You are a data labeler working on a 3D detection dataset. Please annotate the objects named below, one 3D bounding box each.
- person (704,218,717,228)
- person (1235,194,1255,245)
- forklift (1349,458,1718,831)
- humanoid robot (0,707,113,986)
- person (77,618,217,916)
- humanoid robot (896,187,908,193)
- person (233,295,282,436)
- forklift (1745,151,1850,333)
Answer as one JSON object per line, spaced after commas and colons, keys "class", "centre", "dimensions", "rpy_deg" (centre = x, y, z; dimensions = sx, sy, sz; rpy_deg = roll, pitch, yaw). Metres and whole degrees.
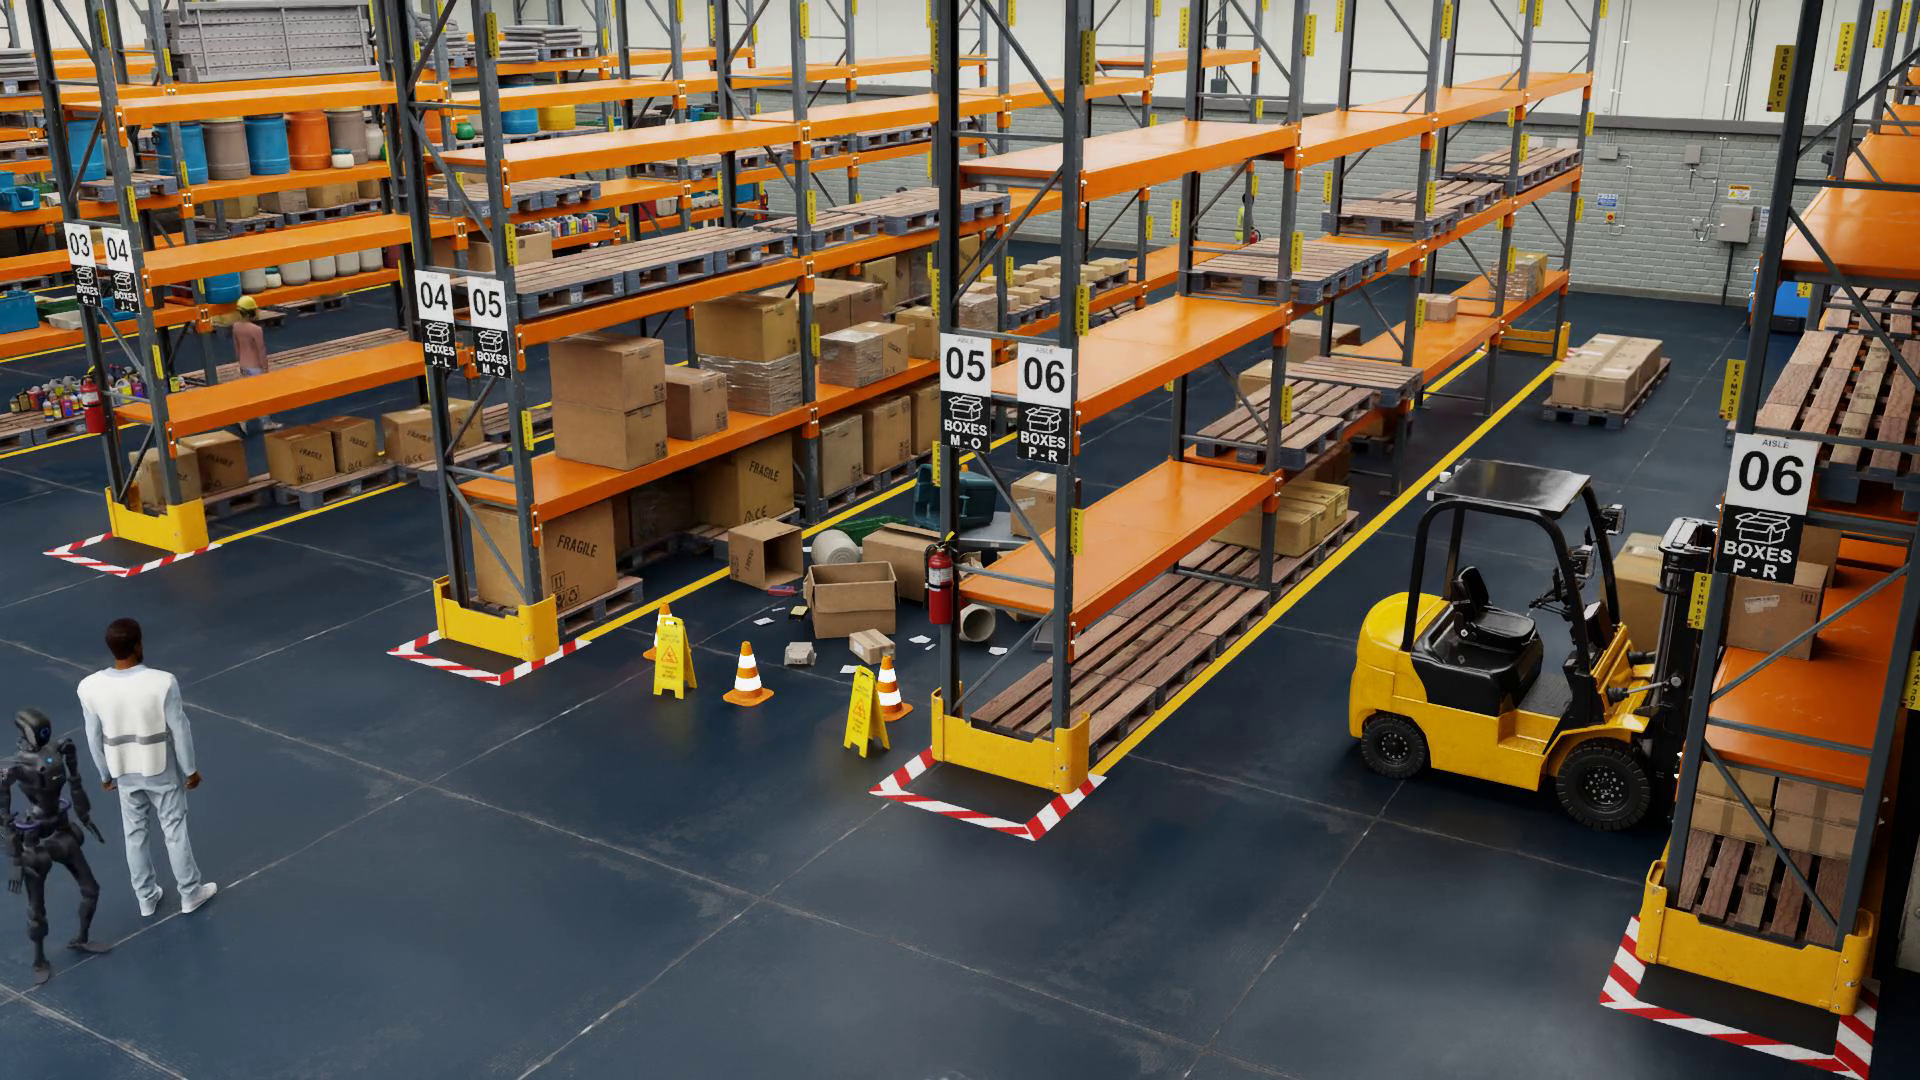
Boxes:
{"class": "person", "centre": [-5.243, -7.062, 34.864], "dimensions": [0.489, 1.688, 0.352], "rpy_deg": [-6, 20, -17]}
{"class": "person", "centre": [5.197, -5.514, 30.387], "dimensions": [0.319, 1.687, 0.538], "rpy_deg": [-2, 19, -6]}
{"class": "forklift", "centre": [3.988, 0.658, 11.776], "dimensions": [2.313, 2.155, 1.214], "rpy_deg": [11, 22, 29]}
{"class": "humanoid robot", "centre": [-5.231, 1.705, 9.529], "dimensions": [0.373, 1.647, 0.614], "rpy_deg": [6, 20, 17]}
{"class": "person", "centre": [-4.937, 1.387, 10.083], "dimensions": [0.587, 1.920, 0.392], "rpy_deg": [-1, 19, -4]}
{"class": "humanoid robot", "centre": [-1.007, -5.825, 31.320], "dimensions": [0.414, 1.638, 0.608], "rpy_deg": [-8, 21, -22]}
{"class": "person", "centre": [-8.777, -2.144, 20.553], "dimensions": [0.528, 1.746, 0.666], "rpy_deg": [11, 22, 29]}
{"class": "forklift", "centre": [13.620, -4.667, 26.137], "dimensions": [1.873, 2.768, 1.129], "rpy_deg": [11, 22, 29]}
